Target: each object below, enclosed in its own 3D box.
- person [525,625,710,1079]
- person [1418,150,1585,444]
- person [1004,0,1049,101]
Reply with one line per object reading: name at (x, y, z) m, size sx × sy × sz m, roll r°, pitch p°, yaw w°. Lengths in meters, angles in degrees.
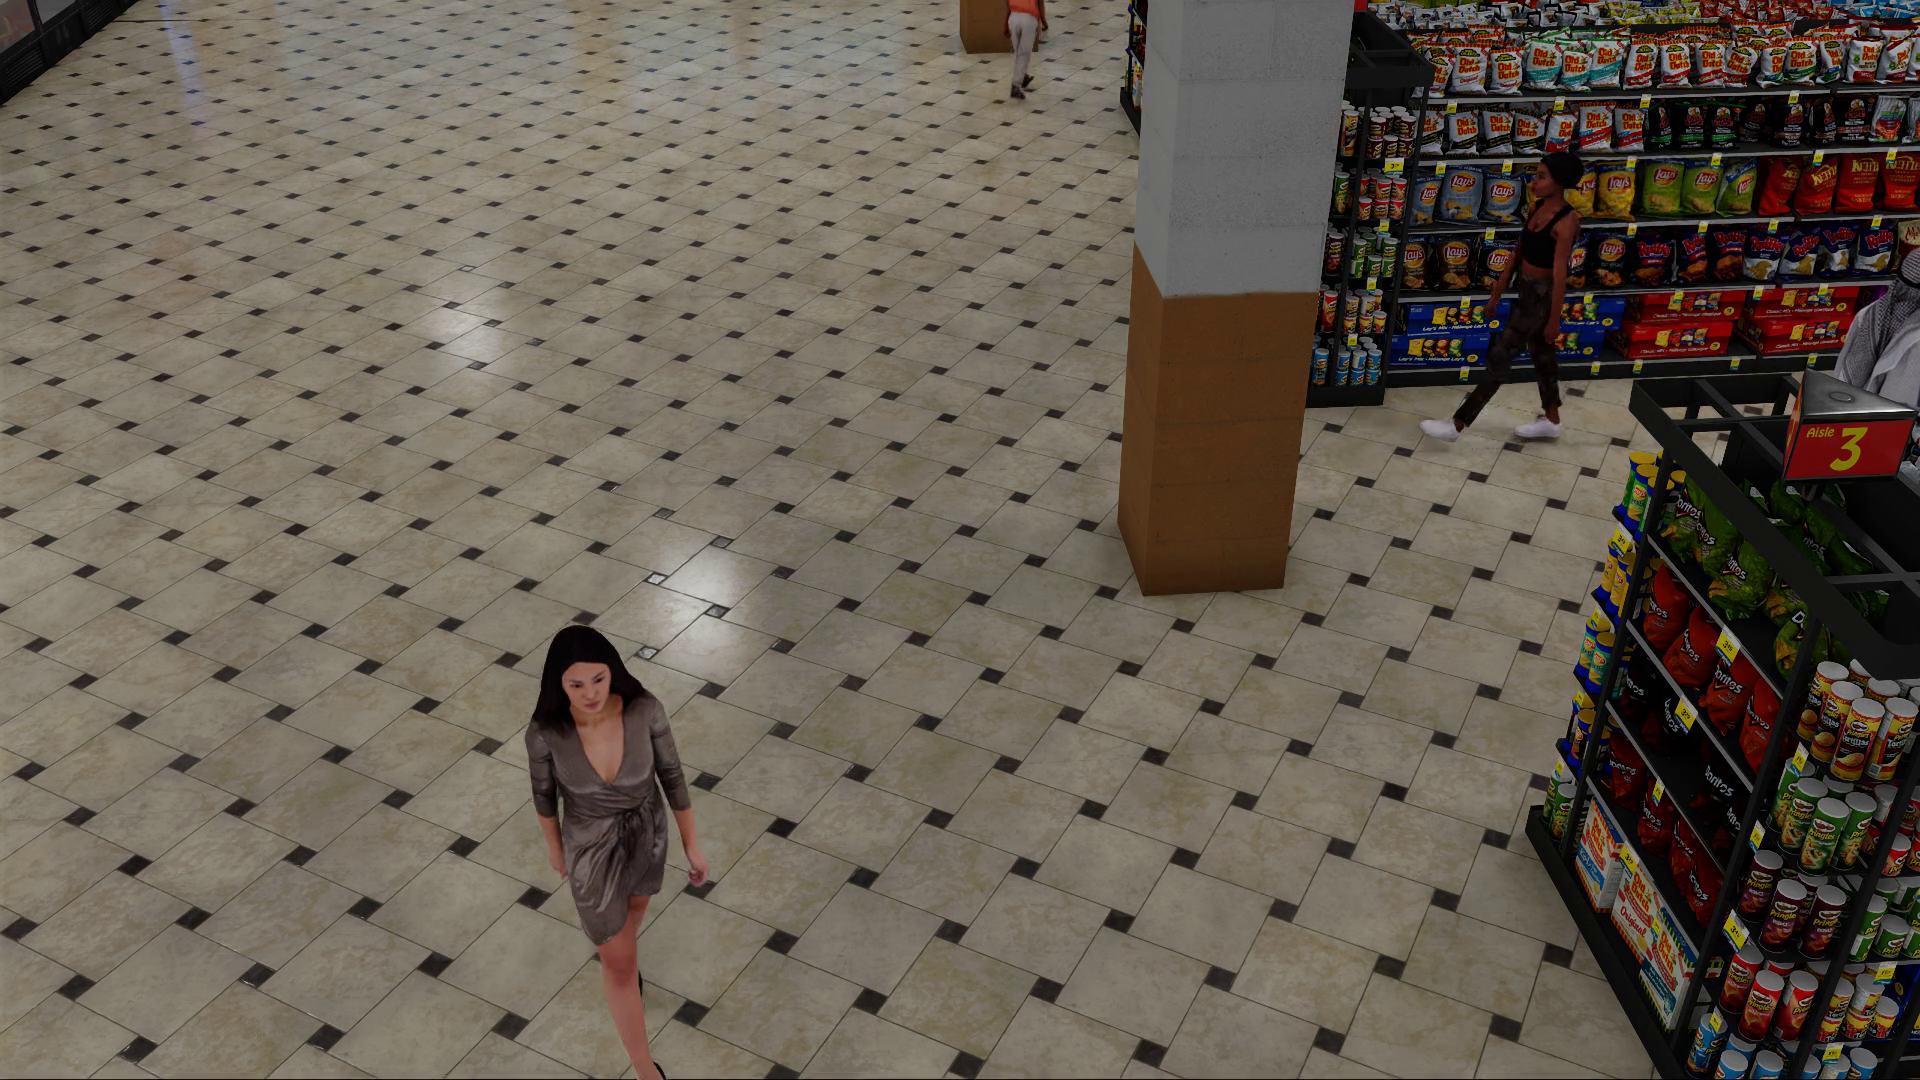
person at (-1.110, 0.955, 5.338) m, size 1.106 × 1.694 × 0.931 m, roll -14°, pitch 35°, yaw -22°
person at (3.177, -1.256, 8.920) m, size 1.075 × 1.663 × 0.591 m, roll -2°, pitch 32°, yaw -3°
person at (0.533, -4.463, 14.435) m, size 0.904 × 1.283 × 0.847 m, roll 14°, pitch 35°, yaw 22°
